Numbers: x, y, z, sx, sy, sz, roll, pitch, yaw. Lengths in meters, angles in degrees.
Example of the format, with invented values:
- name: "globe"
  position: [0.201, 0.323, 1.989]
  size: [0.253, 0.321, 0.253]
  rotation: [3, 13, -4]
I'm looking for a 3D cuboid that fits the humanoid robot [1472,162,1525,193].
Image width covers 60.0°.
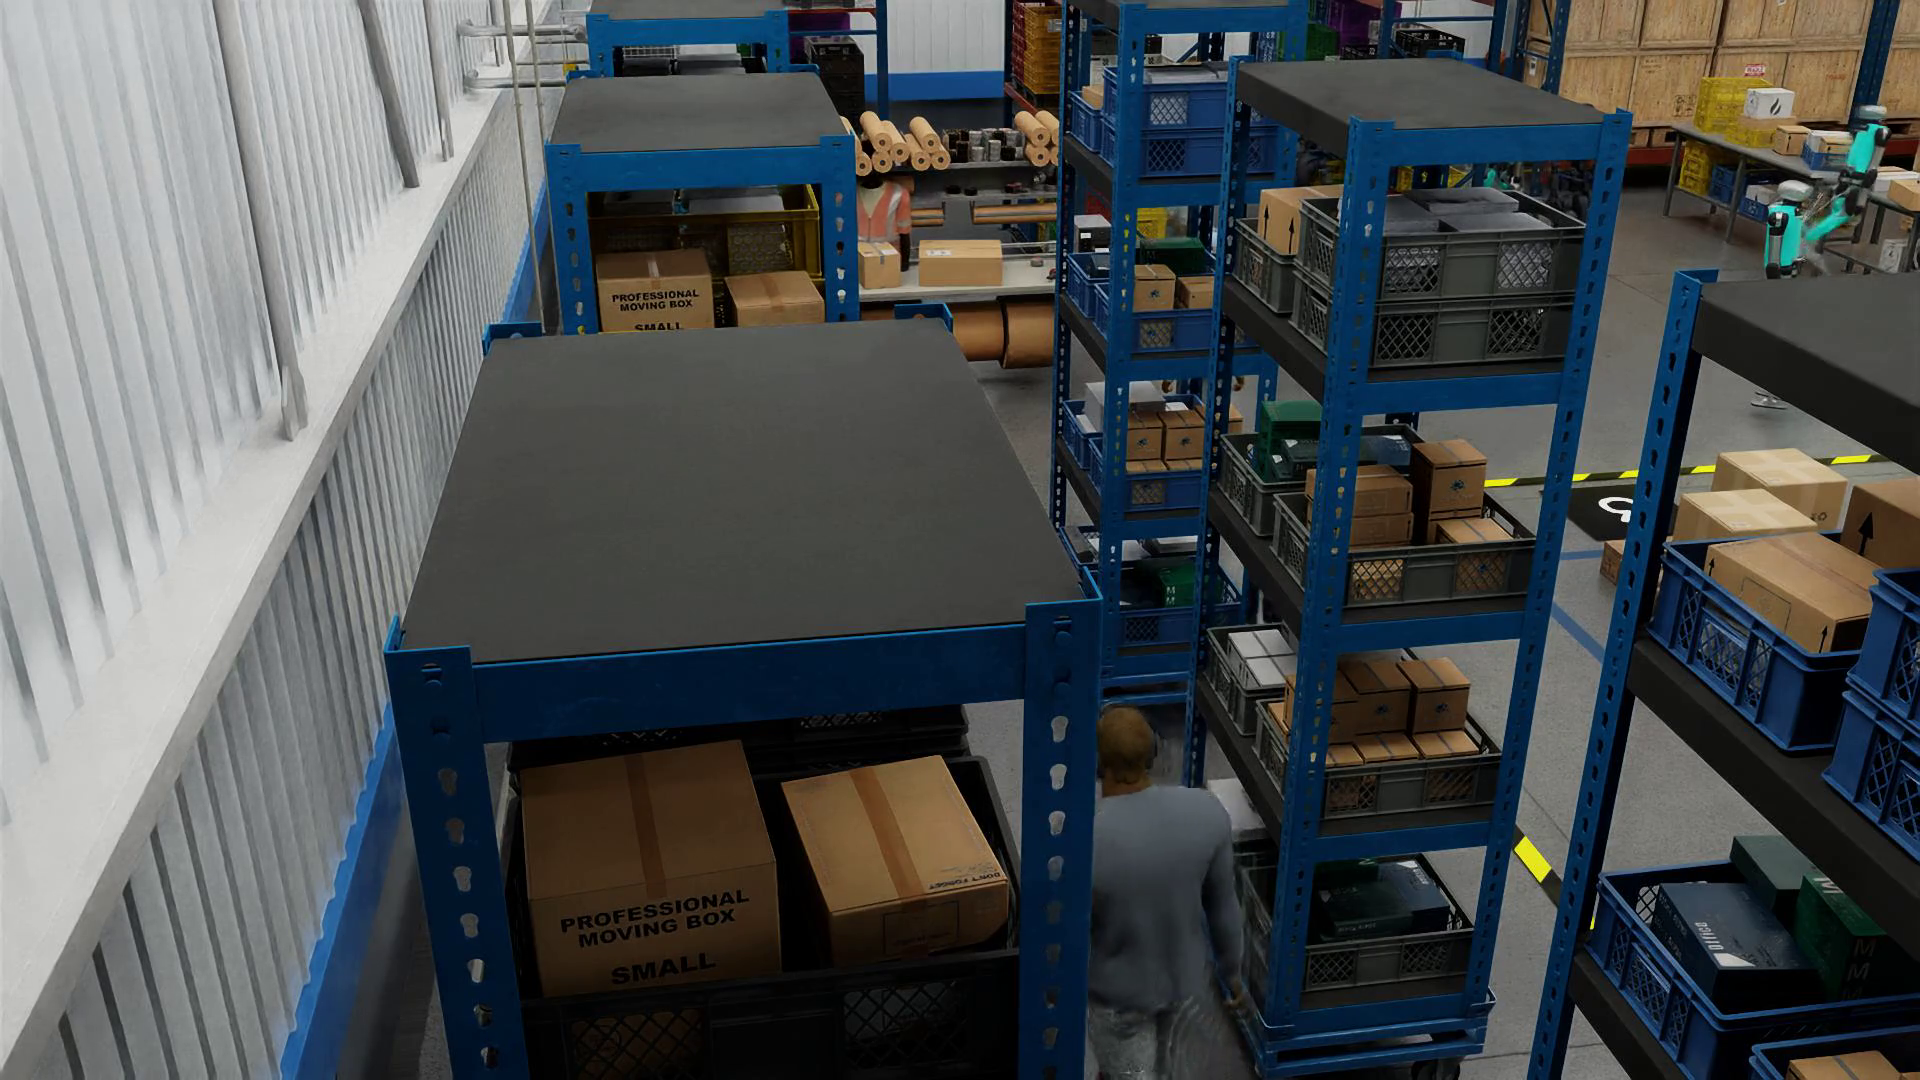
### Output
- name: "humanoid robot"
  position: [5.393, -3.594, 16.463]
  size: [0.547, 1.892, 0.707]
  rotation: [22, 33, 39]

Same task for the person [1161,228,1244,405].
- name: "person"
  position: [1.587, -1.114, 10.832]
  size: [0.589, 1.847, 0.406]
  rotation: [-4, 25, -8]

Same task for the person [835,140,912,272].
- name: "person"
  position: [-0.690, -2.133, 12.924]
  size: [0.621, 1.949, 0.410]
  rotation: [4, 25, 9]

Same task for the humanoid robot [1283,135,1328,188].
- name: "humanoid robot"
  position: [2.990, -2.852, 14.823]
  size: [0.475, 1.644, 0.611]
  rotation: [-17, 30, -32]

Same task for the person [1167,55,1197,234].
- name: "person"
  position: [2.422, -4.172, 17.524]
  size: [0.640, 1.808, 0.703]
  rotation: [6, 25, 13]

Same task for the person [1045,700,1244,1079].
- name: "person"
  position: [0.522, 1.363, 5.402]
  size: [0.662, 1.888, 0.910]
  rotation: [-9, 26, -19]

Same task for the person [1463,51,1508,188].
- name: "person"
  position: [5.475, -4.168, 17.425]
  size: [0.337, 1.882, 0.581]
  rotation: [-5, 25, -10]

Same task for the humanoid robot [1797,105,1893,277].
- name: "humanoid robot"
  position: [7.921, -3.073, 15.283]
  size: [0.867, 1.817, 0.586]
  rotation: [3, 25, 6]

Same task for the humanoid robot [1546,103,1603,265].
- name: "humanoid robot"
  position: [5.854, -3.320, 15.845]
  size: [0.589, 1.646, 0.582]
  rotation: [-4, 25, -8]

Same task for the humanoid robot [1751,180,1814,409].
- name: "humanoid robot"
  position: [6.217, -1.773, 12.234]
  size: [0.735, 1.677, 0.533]
  rotation: [17, 30, 33]

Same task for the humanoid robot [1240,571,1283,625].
- name: "humanoid robot"
  position: [1.530, 0.645, 7.261]
  size: [0.522, 1.641, 0.620]
  rotation: [-15, 29, -30]
